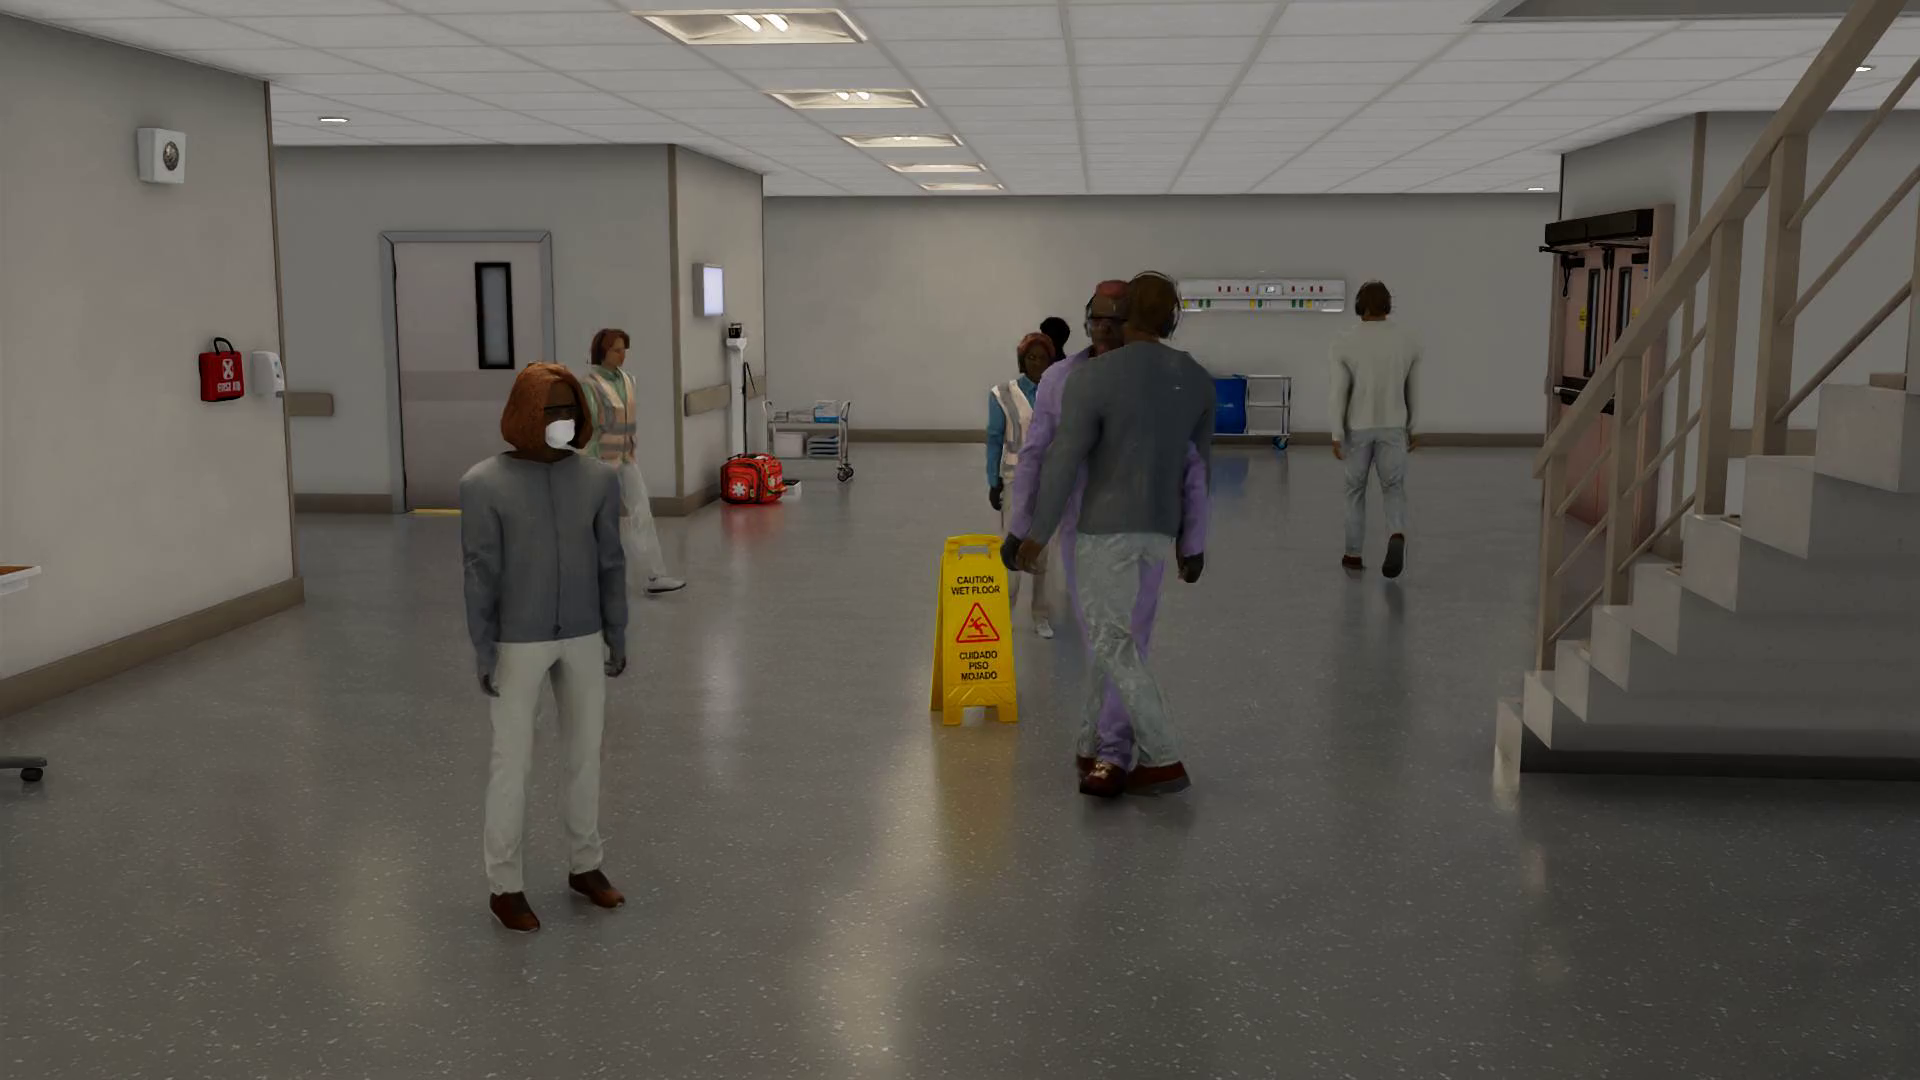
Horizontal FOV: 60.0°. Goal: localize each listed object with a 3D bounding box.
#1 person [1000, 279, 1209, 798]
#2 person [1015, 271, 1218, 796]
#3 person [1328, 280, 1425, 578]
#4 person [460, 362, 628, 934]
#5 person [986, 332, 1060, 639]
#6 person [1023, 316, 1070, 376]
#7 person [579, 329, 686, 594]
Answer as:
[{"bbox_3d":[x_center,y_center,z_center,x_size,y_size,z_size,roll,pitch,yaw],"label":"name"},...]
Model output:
[{"bbox_3d":[0.517,-0.008,6.127,0.664,1.867,0.933,5,10,29],"label":"person"},{"bbox_3d":[0.603,-0.015,6.053,0.703,1.900,0.666,-6,10,-37],"label":"person"},{"bbox_3d":[2.678,-0.710,10.714,0.634,1.918,0.856,0,8,2],"label":"person"},{"bbox_3d":[-1.189,0.301,4.818,0.502,1.629,0.281,-7,11,-39],"label":"person"},{"bbox_3d":[0.400,-0.278,8.780,0.515,1.627,0.368,-2,9,-11],"label":"person"},{"bbox_3d":[0.709,-0.780,12.017,0.532,1.671,0.764,1,8,5],"label":"person"},{"bbox_3d":[-2.004,-0.444,9.917,0.761,1.605,0.551,5,10,28],"label":"person"}]
